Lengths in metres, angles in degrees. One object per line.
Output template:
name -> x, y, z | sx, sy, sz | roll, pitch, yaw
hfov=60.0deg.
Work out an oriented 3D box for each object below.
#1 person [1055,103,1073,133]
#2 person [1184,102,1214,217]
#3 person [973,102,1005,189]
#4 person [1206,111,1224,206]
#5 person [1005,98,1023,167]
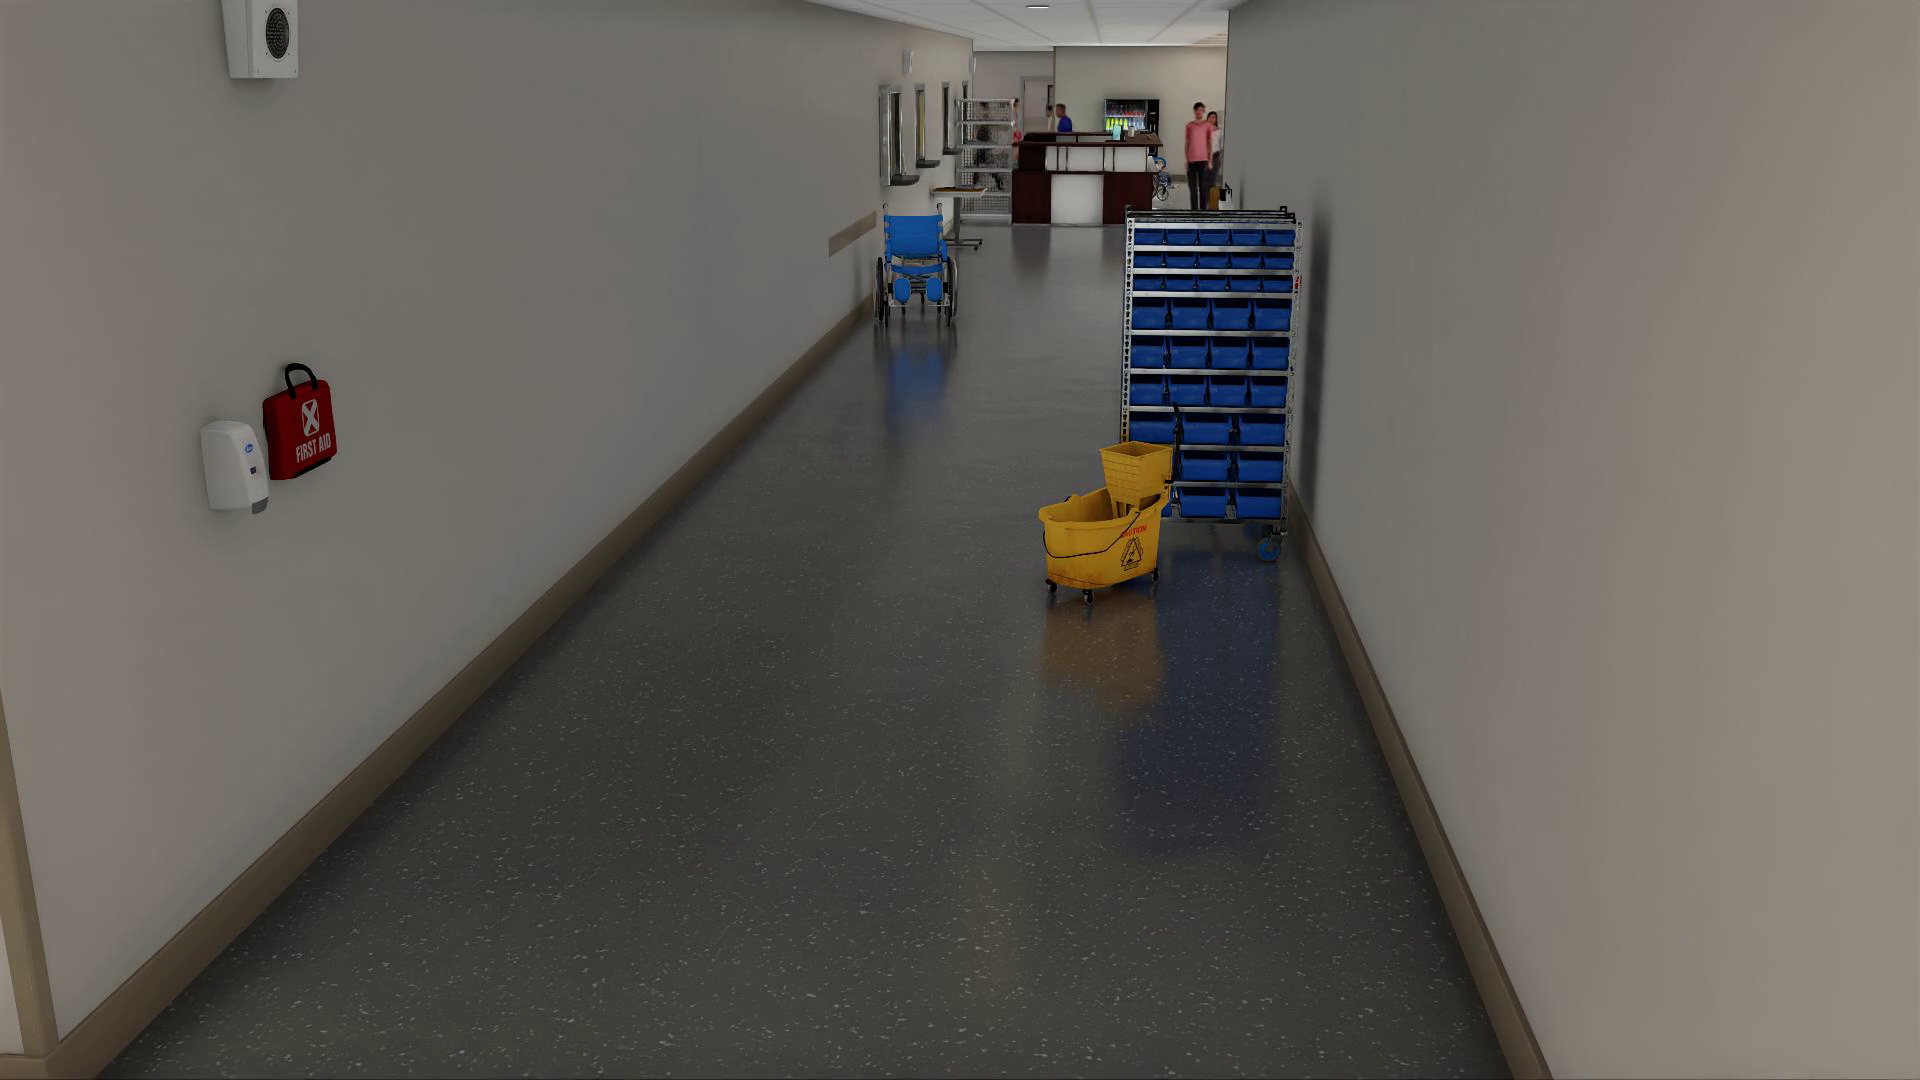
person -> 2.230, -7.908, 33.712 | 0.863, 1.802, 0.800 | 0, 16, -1
person -> 3.948, -6.255, 27.588 | 0.696, 1.944, 0.747 | 4, 16, 15
person -> 0.513, -8.072, 34.191 | 1.167, 1.858, 0.731 | 3, 16, 10
person -> 4.684, -7.088, 31.016 | 1.118, 1.688, 0.774 | 4, 16, 13
person -> 1.384, -10.772, 43.962 | 0.735, 1.752, 0.606 | 3, 16, 9
